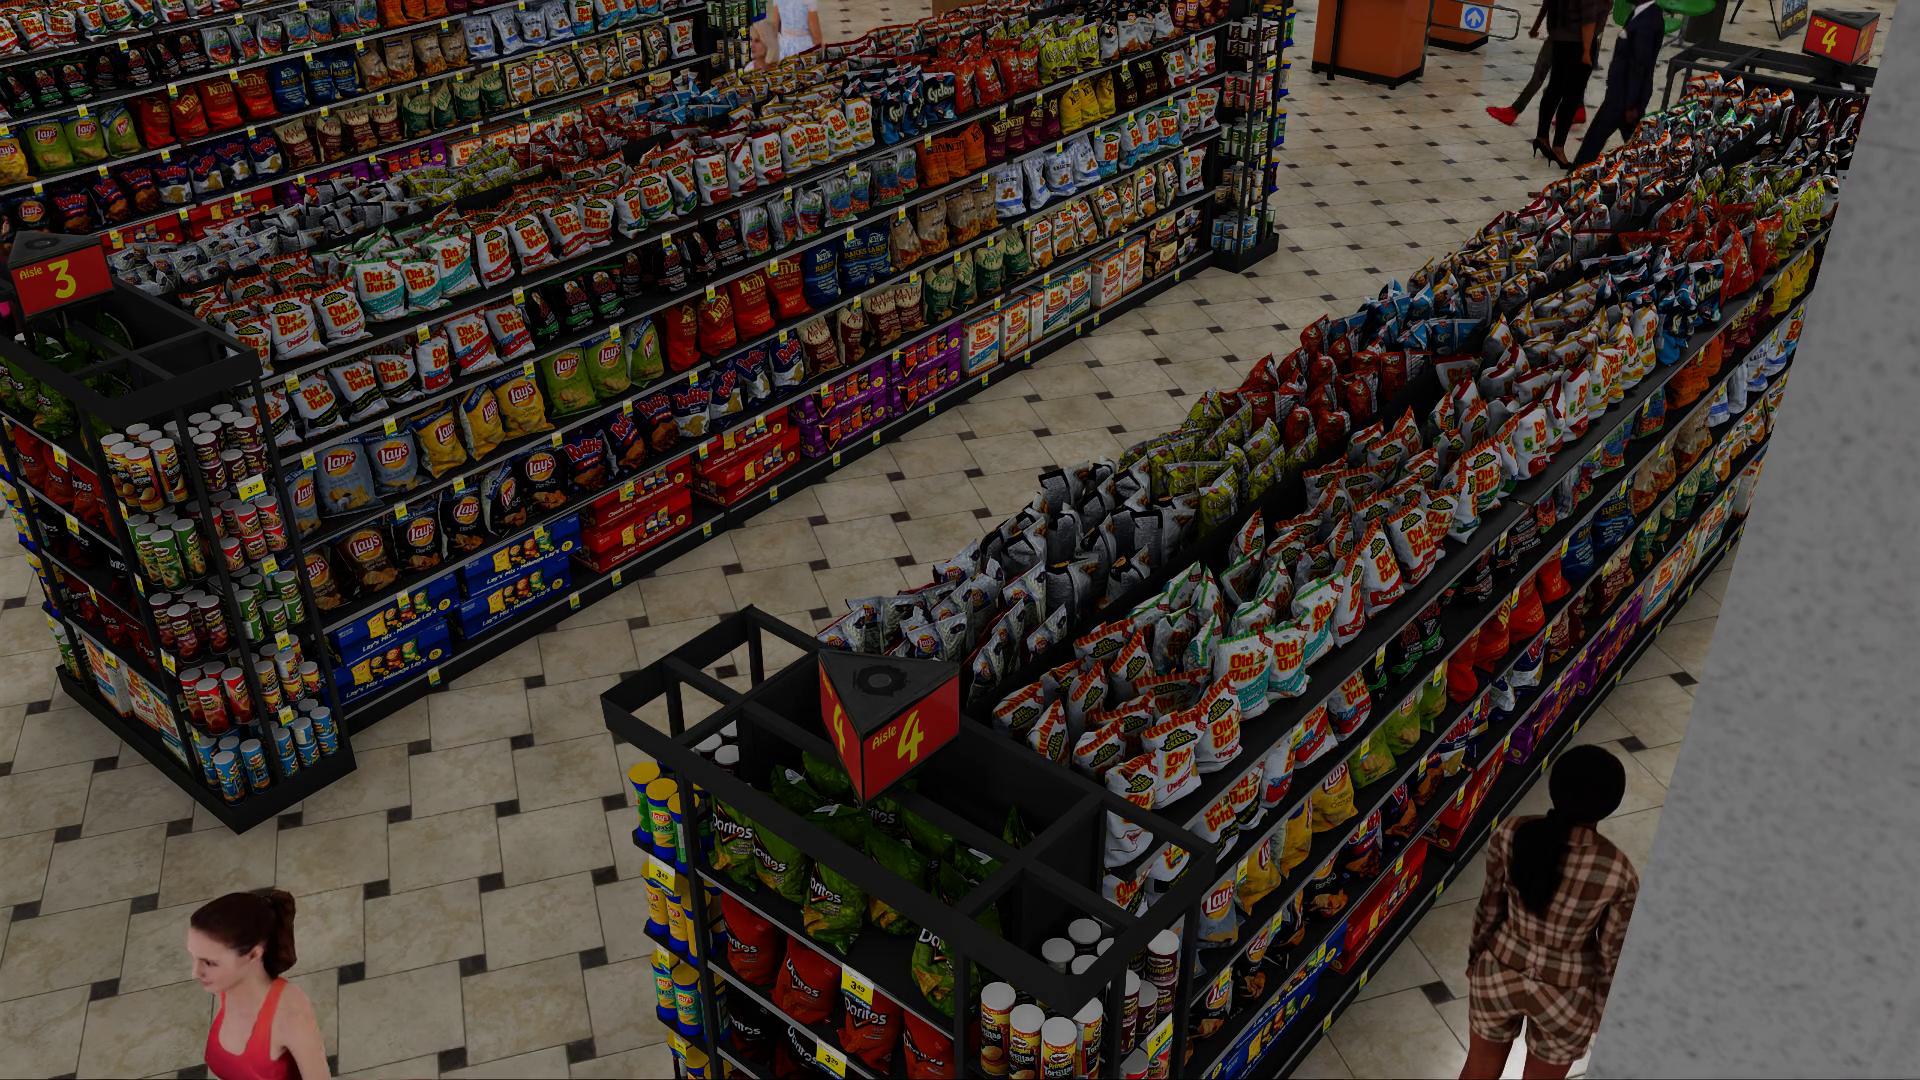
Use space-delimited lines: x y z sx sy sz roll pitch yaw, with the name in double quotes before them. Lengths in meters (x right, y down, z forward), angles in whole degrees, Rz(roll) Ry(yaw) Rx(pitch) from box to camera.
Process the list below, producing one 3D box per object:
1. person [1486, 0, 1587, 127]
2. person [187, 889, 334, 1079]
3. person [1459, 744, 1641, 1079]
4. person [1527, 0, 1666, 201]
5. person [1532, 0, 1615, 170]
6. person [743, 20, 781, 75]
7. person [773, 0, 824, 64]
"person" 5.180 -4.334 14.039 1.223 1.764 1.171 -2 32 -3
"person" -1.724 1.601 4.533 0.687 1.729 1.105 18 36 26
"person" 1.690 1.332 4.904 0.587 1.793 0.547 21 38 30
"person" 4.991 -3.227 12.243 0.985 1.779 1.228 14 35 21
"person" 4.894 -3.921 13.301 0.805 1.841 0.747 -3 32 -5
"person" -1.276 -2.723 11.474 0.606 1.738 0.686 21 38 30
"person" -1.254 -3.686 12.953 0.749 1.810 0.770 17 36 25
